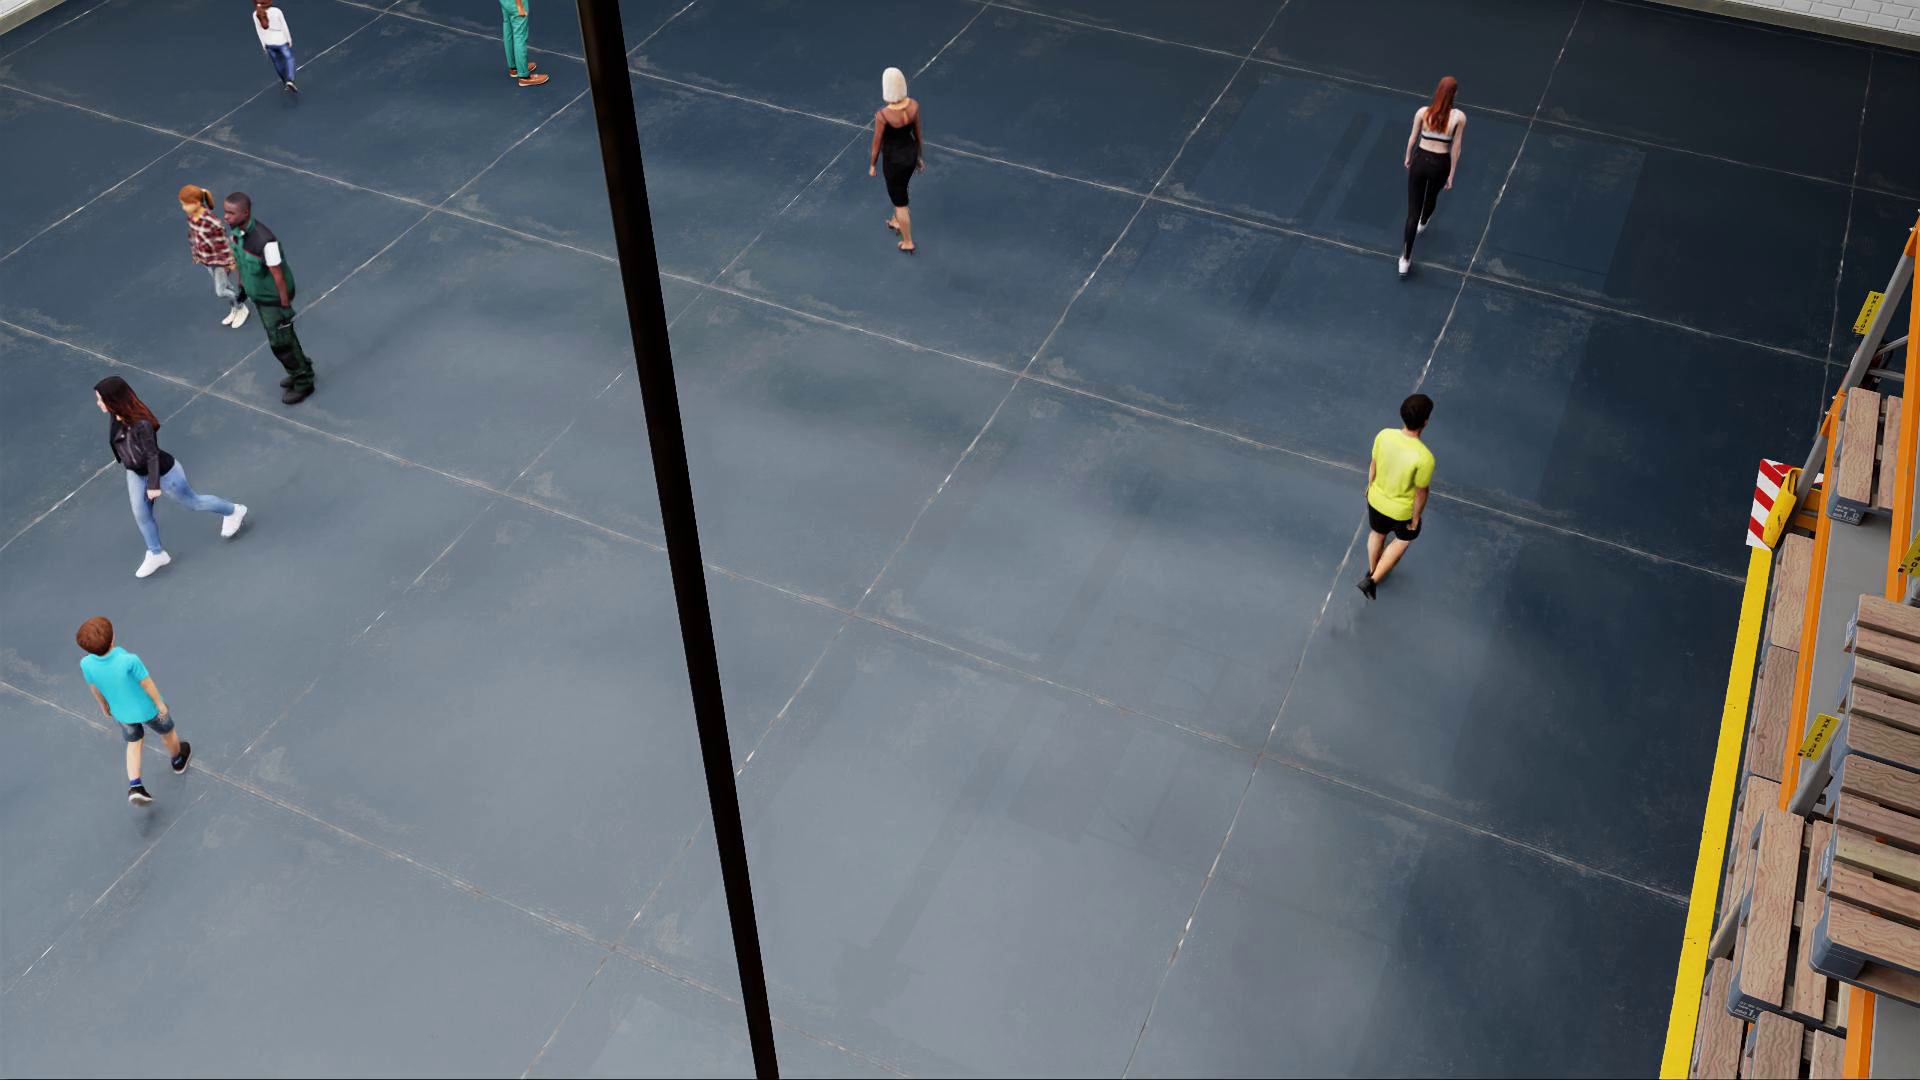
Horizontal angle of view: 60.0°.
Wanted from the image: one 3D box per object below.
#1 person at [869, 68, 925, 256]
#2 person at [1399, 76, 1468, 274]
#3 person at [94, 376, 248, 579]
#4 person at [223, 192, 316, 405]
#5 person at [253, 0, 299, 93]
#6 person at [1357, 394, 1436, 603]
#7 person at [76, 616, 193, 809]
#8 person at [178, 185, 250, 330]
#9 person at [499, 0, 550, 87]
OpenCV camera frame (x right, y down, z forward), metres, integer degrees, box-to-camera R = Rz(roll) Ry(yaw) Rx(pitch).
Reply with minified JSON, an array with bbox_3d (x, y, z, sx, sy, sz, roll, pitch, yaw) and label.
[{"bbox_3d":[-0.477,-3.220,14.378,0.837,1.731,0.867,-28,50,-26],"label":"person"},{"bbox_3d":[4.002,-3.101,14.290,0.684,1.681,1.234,13,45,14],"label":"person"},{"bbox_3d":[-5.545,-0.507,11.627,0.764,1.598,1.132,26,49,24],"label":"person"},{"bbox_3d":[-5.357,-1.941,12.963,0.786,1.832,0.785,33,53,30],"label":"person"},{"bbox_3d":[-6.878,-5.005,16.708,0.649,1.102,0.731,-10,45,-11],"label":"person"},{"bbox_3d":[2.917,-0.250,11.288,0.771,1.694,0.908,34,53,30],"label":"person"},{"bbox_3d":[-5.049,1.044,10.118,0.757,1.434,0.918,-2,44,-2],"label":"person"},{"bbox_3d":[-6.143,-2.391,13.822,0.564,1.299,0.545,22,48,22],"label":"person"},{"bbox_3d":[-4.521,-5.446,16.688,0.740,1.768,0.724,-25,49,-24],"label":"person"}]
